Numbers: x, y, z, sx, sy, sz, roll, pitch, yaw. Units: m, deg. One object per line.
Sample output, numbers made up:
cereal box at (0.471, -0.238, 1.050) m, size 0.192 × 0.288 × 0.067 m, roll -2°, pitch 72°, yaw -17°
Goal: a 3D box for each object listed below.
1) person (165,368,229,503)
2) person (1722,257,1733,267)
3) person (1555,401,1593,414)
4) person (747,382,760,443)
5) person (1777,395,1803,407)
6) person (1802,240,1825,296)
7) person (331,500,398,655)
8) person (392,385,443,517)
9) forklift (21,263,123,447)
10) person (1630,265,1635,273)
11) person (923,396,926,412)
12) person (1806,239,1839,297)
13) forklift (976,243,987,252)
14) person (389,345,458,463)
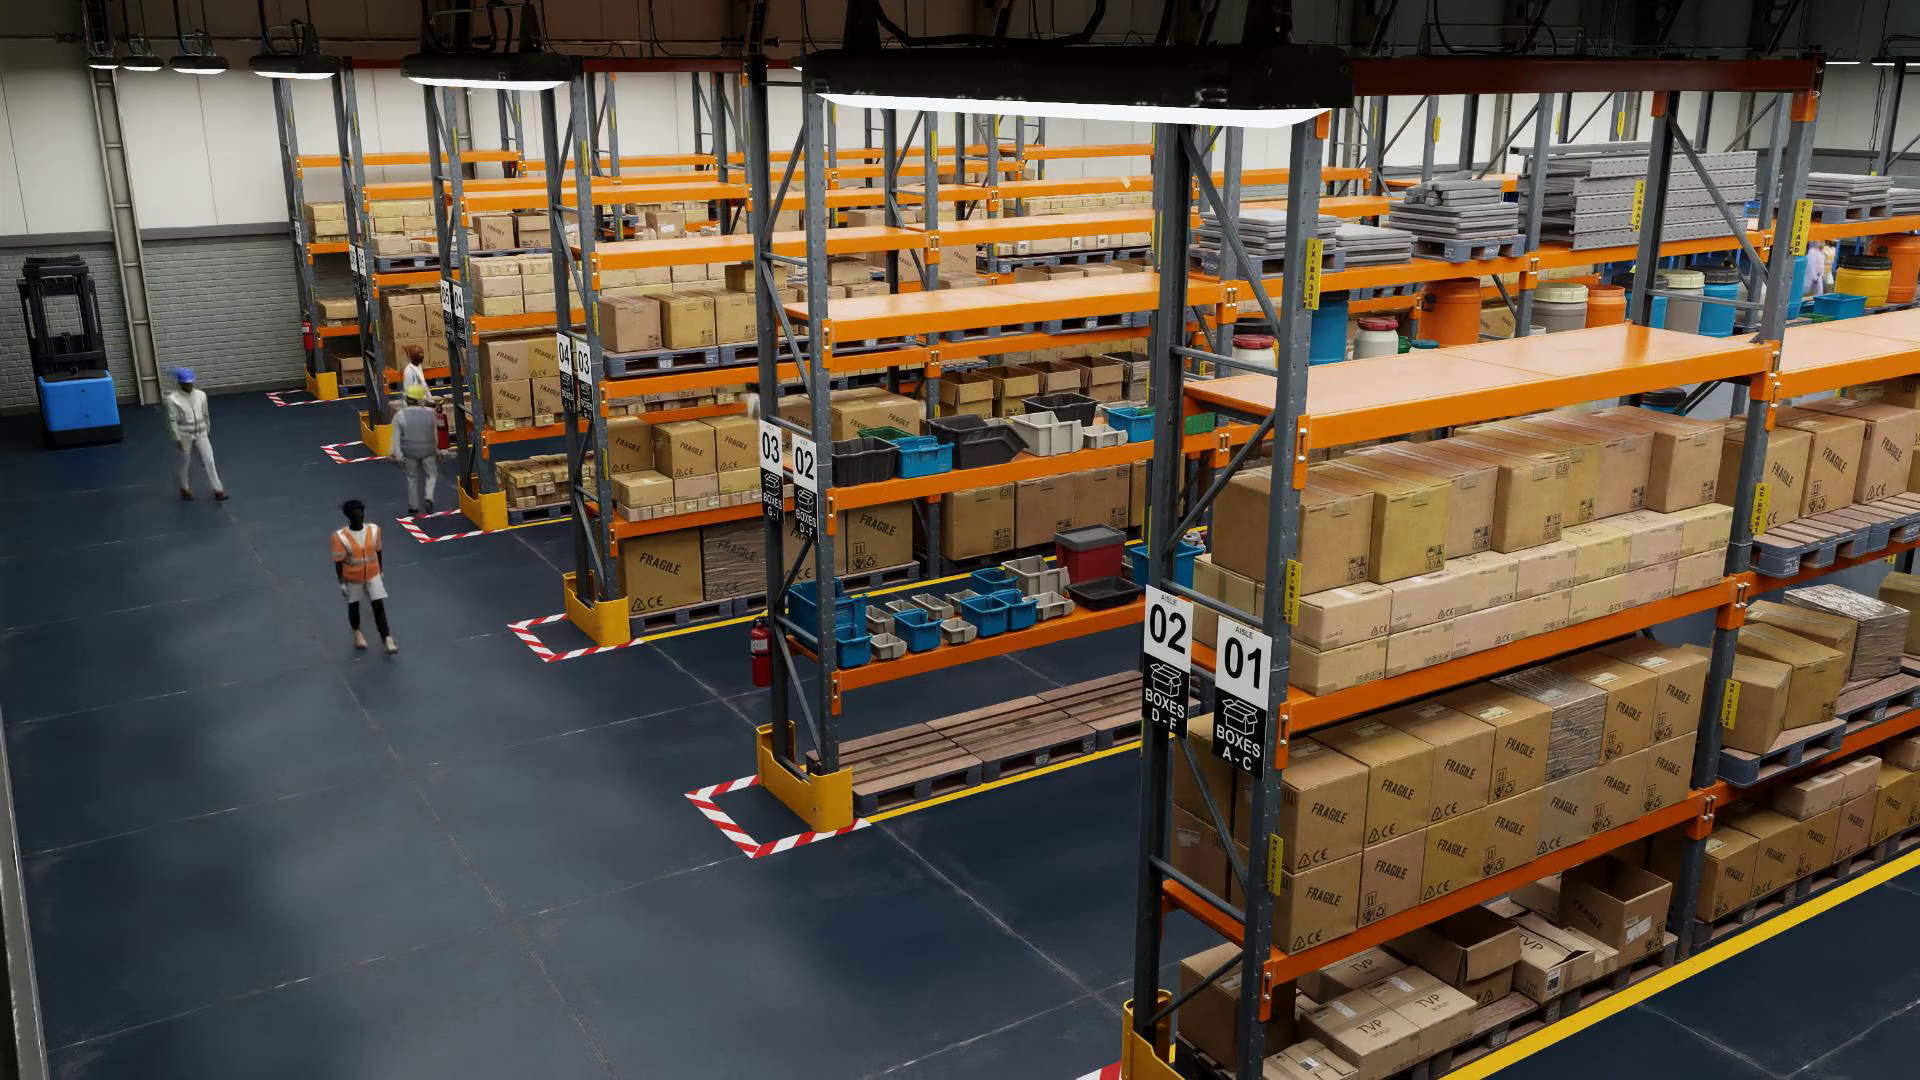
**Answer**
person at (-10.675, -1.451, 21.974) m, size 1.039 × 1.888 × 0.607 m, roll 13°, pitch 21°, yaw 36°
person at (16.618, -5.221, 34.375) m, size 0.513 × 1.865 × 0.329 m, roll 8°, pitch 19°, yaw 24°
person at (8.541, -1.574, 22.236) m, size 0.653 × 1.965 × 0.650 m, roll -6°, pitch 18°, yaw -18°
person at (-2.748, -1.335, 21.406) m, size 0.994 × 2.008 × 0.621 m, roll -7°, pitch 18°, yaw -22°
person at (13.408, -2.525, 25.686) m, size 0.930 × 1.790 × 0.591 m, roll 3°, pitch 17°, yaw 10°
person at (20.680, -6.398, 38.262) m, size 0.643 × 1.859 × 1.009 m, roll -13°, pitch 21°, yaw -37°
person at (-6.168, 0.394, 16.310) m, size 0.546 × 1.643 × 0.886 m, roll -14°, pitch 22°, yaw -38°
person at (-7.284, -1.177, 21.199) m, size 0.638 × 1.808 × 0.546 m, roll -7°, pitch 18°, yaw -21°
forklift at (-14.518, -3.079, 25.708) m, size 1.129 × 2.768 × 1.873 m, roll -10°, pitch 20°, yaw -31°
person at (14.394, -4.993, 33.793) m, size 0.526 × 1.768 × 0.315 m, roll -13°, pitch 21°, yaw -36°
person at (-0.361, -1.354, 22.110) m, size 0.397 × 1.622 × 0.508 m, roll -8°, pitch 19°, yaw -24°
person at (21.365, -6.626, 38.958) m, size 0.571 × 1.882 × 1.009 m, roll -8°, pitch 19°, yaw -24°
forklift at (0.988, -5.474, 34.718) m, size 1.214 × 2.155 × 2.313 m, roll -10°, pitch 20°, yaw -31°
person at (-8.326, -2.073, 24.150) m, size 1.063 × 1.828 × 0.570 m, roll -3°, pitch 17°, yaw -11°
